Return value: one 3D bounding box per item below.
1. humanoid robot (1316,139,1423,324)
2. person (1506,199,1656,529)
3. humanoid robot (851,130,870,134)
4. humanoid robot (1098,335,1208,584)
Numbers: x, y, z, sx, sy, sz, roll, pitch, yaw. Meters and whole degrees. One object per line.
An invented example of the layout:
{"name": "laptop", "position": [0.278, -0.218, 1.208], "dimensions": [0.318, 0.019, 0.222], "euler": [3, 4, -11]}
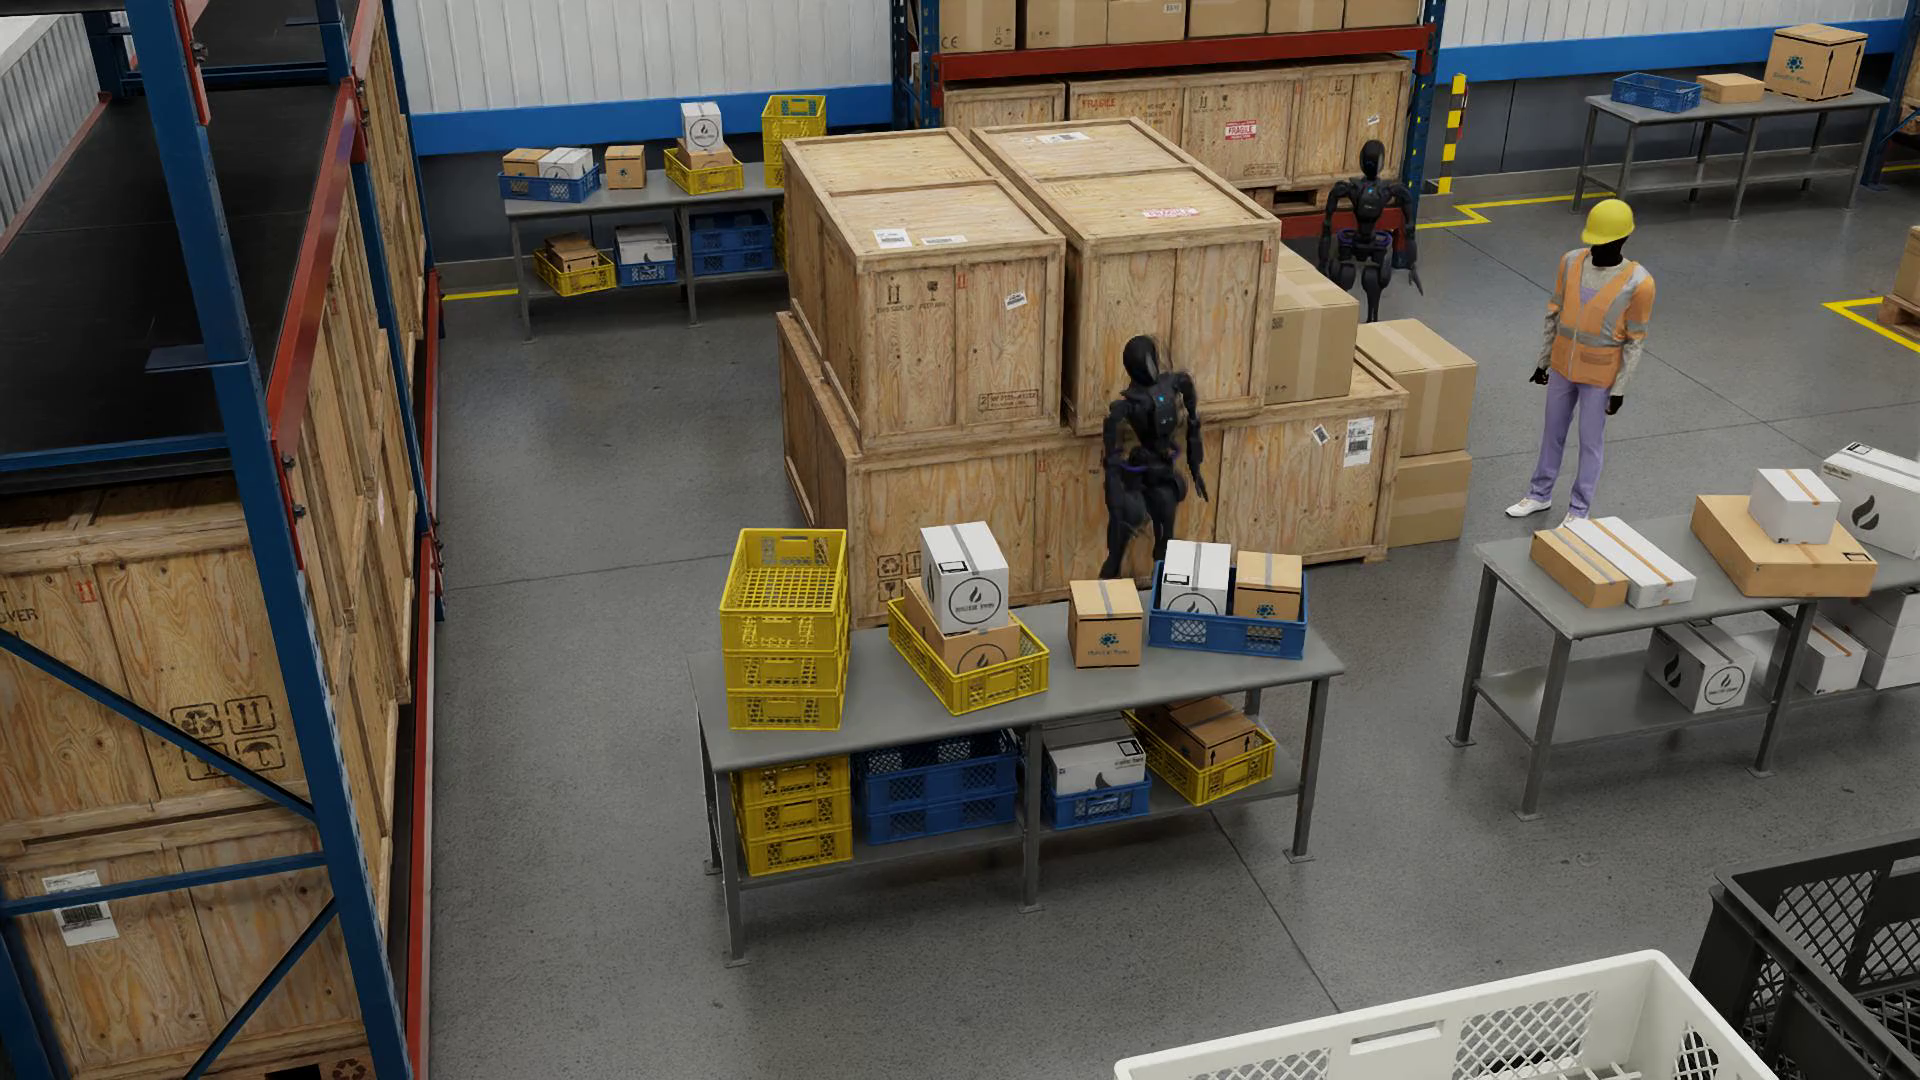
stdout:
{"name": "humanoid robot", "position": [2.693, -1.806, 10.930], "dimensions": [0.711, 1.649, 0.397], "euler": [7, 30, 12]}
{"name": "person", "position": [3.411, -0.936, 9.104], "dimensions": [0.368, 1.922, 0.584], "euler": [-20, 35, -32]}
{"name": "humanoid robot", "position": [-0.658, -1.935, 11.168], "dimensions": [0.325, 1.651, 0.571], "euler": [23, 36, 36]}
{"name": "humanoid robot", "position": [0.927, -0.257, 8.143], "dimensions": [0.675, 1.634, 0.422], "euler": [-18, 34, -30]}
